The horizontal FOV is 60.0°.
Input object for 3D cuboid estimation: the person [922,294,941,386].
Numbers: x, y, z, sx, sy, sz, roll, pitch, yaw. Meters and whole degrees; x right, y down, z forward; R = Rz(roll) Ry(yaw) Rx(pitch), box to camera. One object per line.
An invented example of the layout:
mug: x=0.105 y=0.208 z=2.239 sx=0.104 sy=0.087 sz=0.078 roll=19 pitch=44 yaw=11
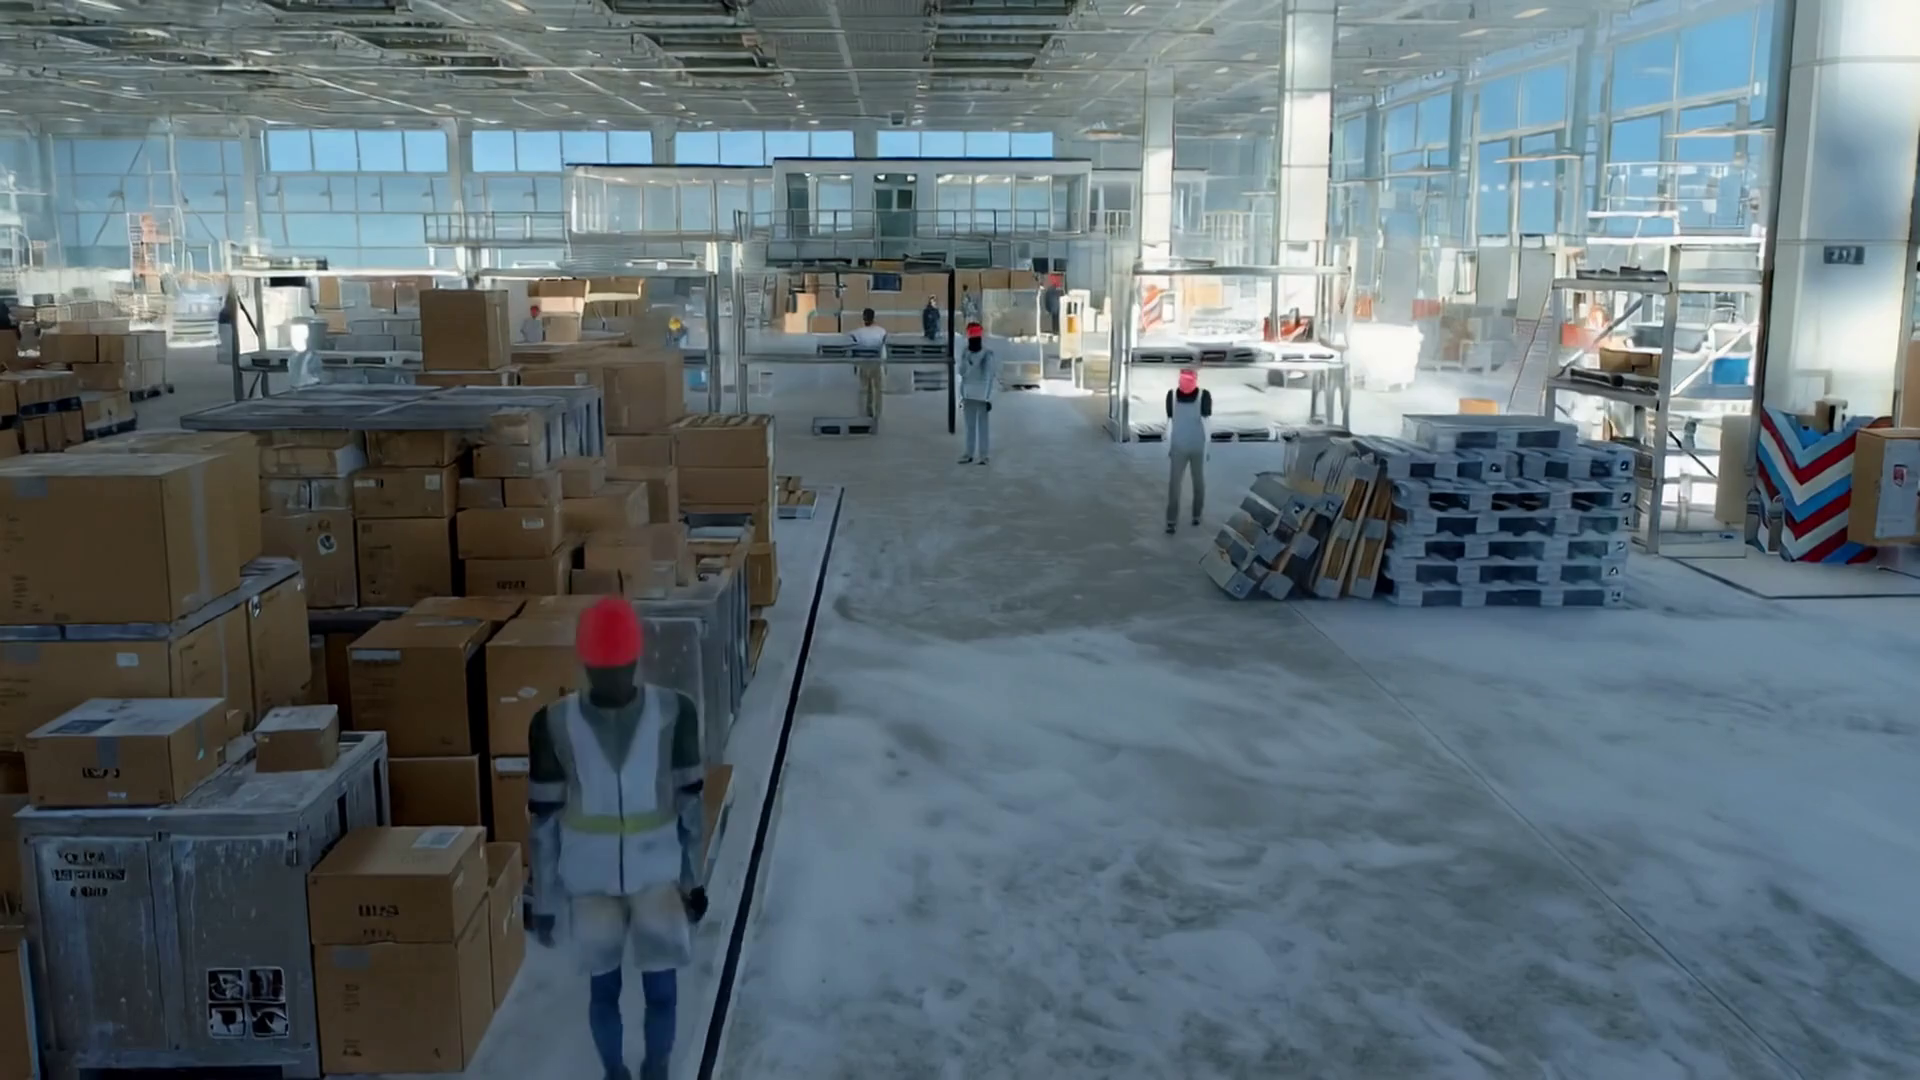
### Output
person: x=-0.583 y=-4.247 z=35.274 sx=0.379 sy=1.937 sz=0.629 roll=5 pitch=11 yaw=25

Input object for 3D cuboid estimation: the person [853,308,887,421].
person: x=-1.519 y=-2.967 z=28.195 sx=0.597 sy=1.914 sz=0.373 roll=-2 pitch=10 yaw=-10

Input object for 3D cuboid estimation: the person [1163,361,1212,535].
person: x=2.364 y=-0.954 z=17.304 sx=0.535 sy=1.795 sz=0.970 roll=4 pitch=11 yaw=20

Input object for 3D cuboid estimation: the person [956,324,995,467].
person: x=0.211 y=-1.956 z=22.524 sx=0.585 sy=1.930 sz=0.358 roll=8 pitch=13 yaw=39

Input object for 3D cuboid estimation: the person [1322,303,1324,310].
person: x=8.236 y=-4.605 z=38.013 sx=0.356 sy=1.664 sz=0.686 roll=0 pitch=10 yaw=2

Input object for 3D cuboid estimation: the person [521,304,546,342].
person: x=-8.342 y=-3.694 z=32.463 sx=0.532 sy=1.841 sz=0.842 roll=-6 pitch=12 yaw=-31

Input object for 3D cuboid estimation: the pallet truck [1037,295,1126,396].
pallet truck: x=2.483 y=-3.881 z=33.060 sx=1.885 sy=1.965 sz=0.823 roll=-7 pitch=13 yaw=-36

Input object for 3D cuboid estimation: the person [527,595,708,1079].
person: x=-1.112 y=1.117 z=5.443 sx=0.577 sy=1.913 sz=0.563 roll=-2 pitch=10 yaw=-12

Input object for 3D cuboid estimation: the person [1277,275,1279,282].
person: x=13.016 y=-9.976 z=67.468 sx=0.619 sy=1.839 sz=0.430 roll=-1 pitch=10 yaw=-5

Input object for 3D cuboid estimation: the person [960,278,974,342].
person: x=0.212 y=-6.935 z=50.270 sx=0.367 sy=1.926 sz=0.594 roll=5 pitch=11 yaw=26

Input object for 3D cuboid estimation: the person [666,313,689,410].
person: x=-5.120 y=-3.220 z=30.086 sx=0.486 sy=1.744 sz=0.294 roll=5 pitch=11 yaw=26

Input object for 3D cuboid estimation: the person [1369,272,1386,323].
person: x=14.997 y=-8.636 z=59.691 sx=0.605 sy=1.948 sz=0.391 roll=7 pitch=12 yaw=33

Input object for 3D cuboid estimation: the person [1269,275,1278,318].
person: x=11.406 y=-8.748 z=60.444 sx=0.473 sy=1.917 sz=0.594 roll=2 pitch=10 yaw=12

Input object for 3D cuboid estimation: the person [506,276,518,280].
person: x=-17.961 y=-9.879 z=66.935 sx=0.593 sy=1.859 sz=0.633 roll=2 pitch=10 yaw=10

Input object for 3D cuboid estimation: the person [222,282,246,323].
person: x=-18.516 y=-5.657 z=42.835 sx=0.703 sy=2.000 sz=0.896 roll=5 pitch=12 yaw=28

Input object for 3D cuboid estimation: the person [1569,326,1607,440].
person: x=8.421 y=-1.892 z=22.201 sx=0.570 sy=1.912 sz=0.599 roll=-6 pitch=12 yaw=-31

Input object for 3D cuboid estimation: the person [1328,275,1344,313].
person: x=14.834 y=-9.714 z=65.709 sx=0.627 sy=1.952 sz=1.007 roll=0 pitch=10 yaw=-1

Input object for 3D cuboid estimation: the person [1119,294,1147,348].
person: x=4.063 y=-4.878 z=39.146 sx=0.632 sy=1.814 sz=0.863 roll=0 pitch=10 yaw=-1

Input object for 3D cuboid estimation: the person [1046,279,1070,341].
person: x=2.989 y=-7.035 z=50.966 sx=0.651 sy=1.881 sz=1.019 roll=-4 pitch=11 yaw=-22

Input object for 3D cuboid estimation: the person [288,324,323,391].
person: x=-8.654 y=-1.874 z=21.964 sx=0.612 sy=1.966 sz=0.361 roll=7 pitch=12 yaw=35
